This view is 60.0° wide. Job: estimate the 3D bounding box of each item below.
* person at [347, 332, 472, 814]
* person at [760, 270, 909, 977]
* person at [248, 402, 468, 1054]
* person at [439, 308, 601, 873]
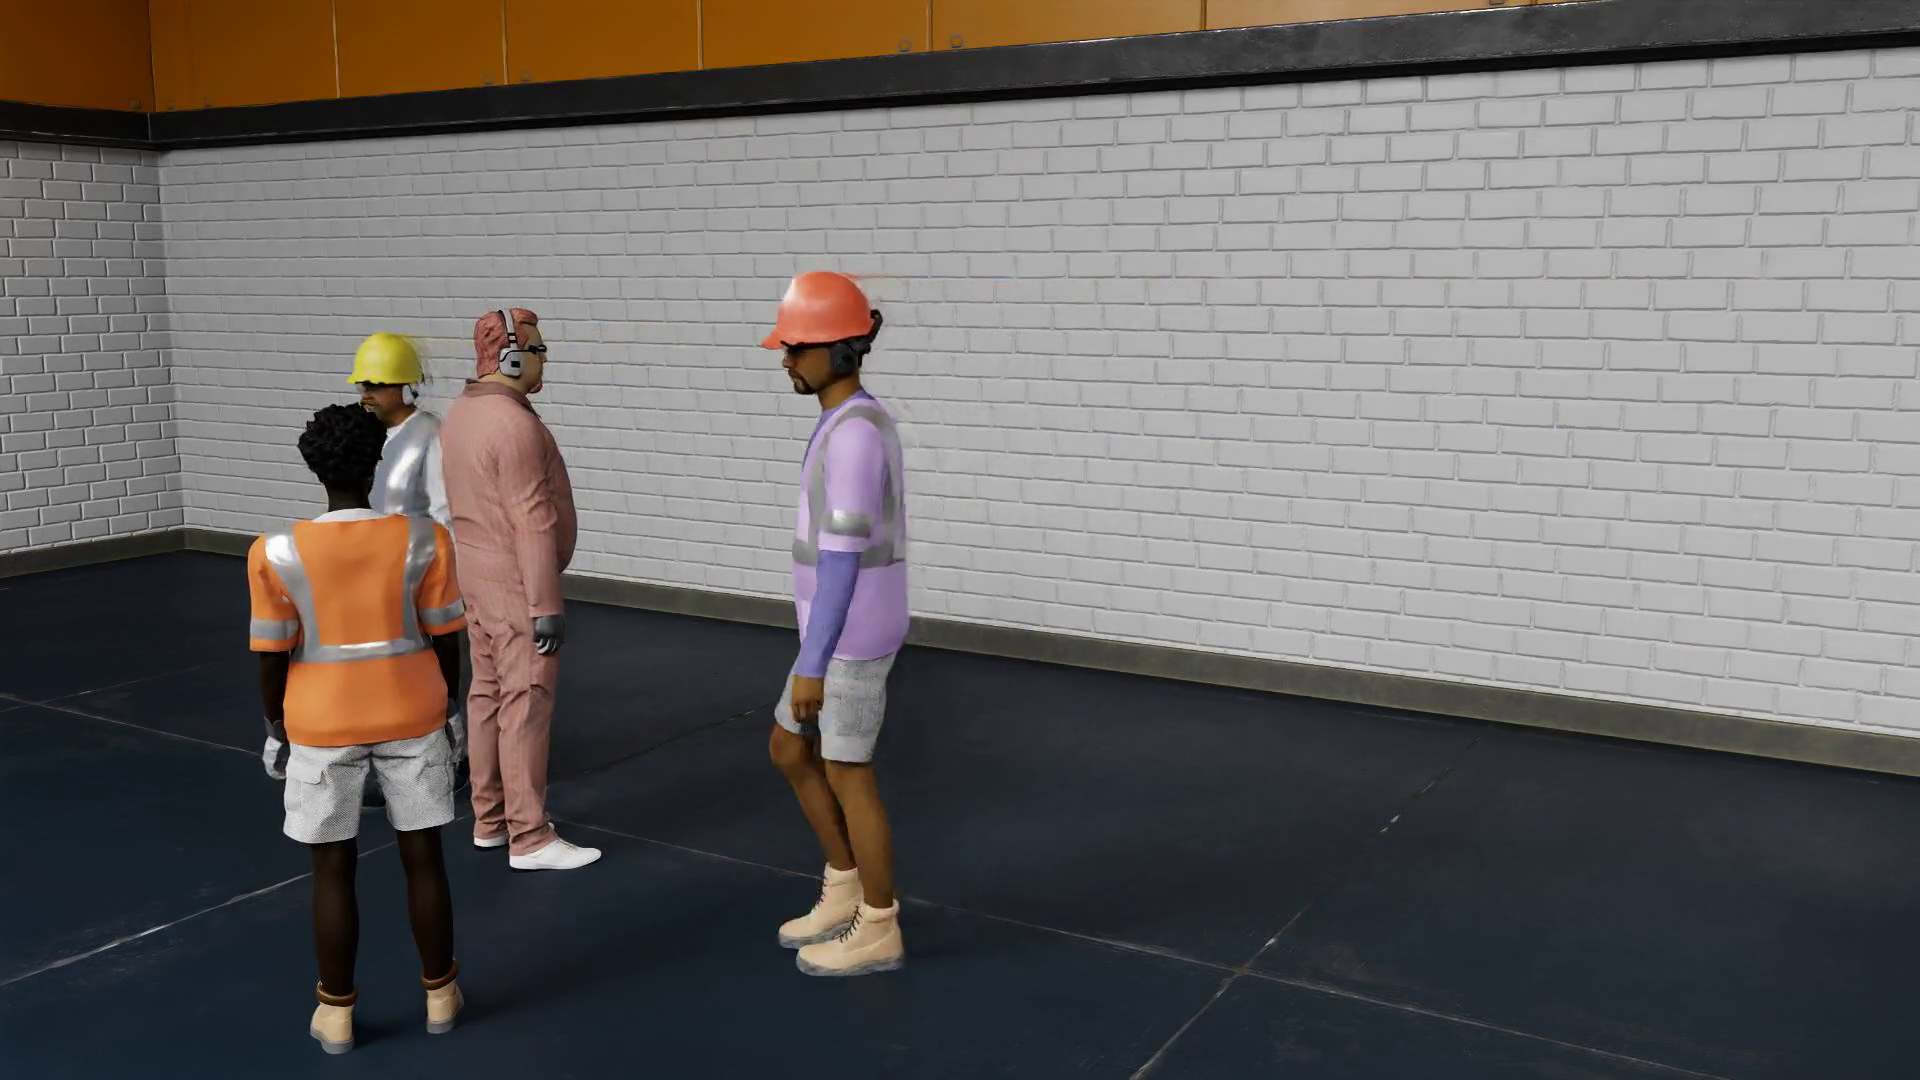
[{"bbox_3d":[-2.089,0.137,6.199,0.631,1.813,0.416,8,12,41],"label":"person"},{"bbox_3d":[-0.378,0.263,4.718,0.522,2.024,0.625,-1,9,-7],"label":"person"},{"bbox_3d":[-1.552,0.491,4.342,0.531,1.692,0.320,-4,10,-23],"label":"person"},{"bbox_3d":[-1.502,0.171,5.673,0.409,1.907,0.649,-7,11,-37],"label":"person"}]
